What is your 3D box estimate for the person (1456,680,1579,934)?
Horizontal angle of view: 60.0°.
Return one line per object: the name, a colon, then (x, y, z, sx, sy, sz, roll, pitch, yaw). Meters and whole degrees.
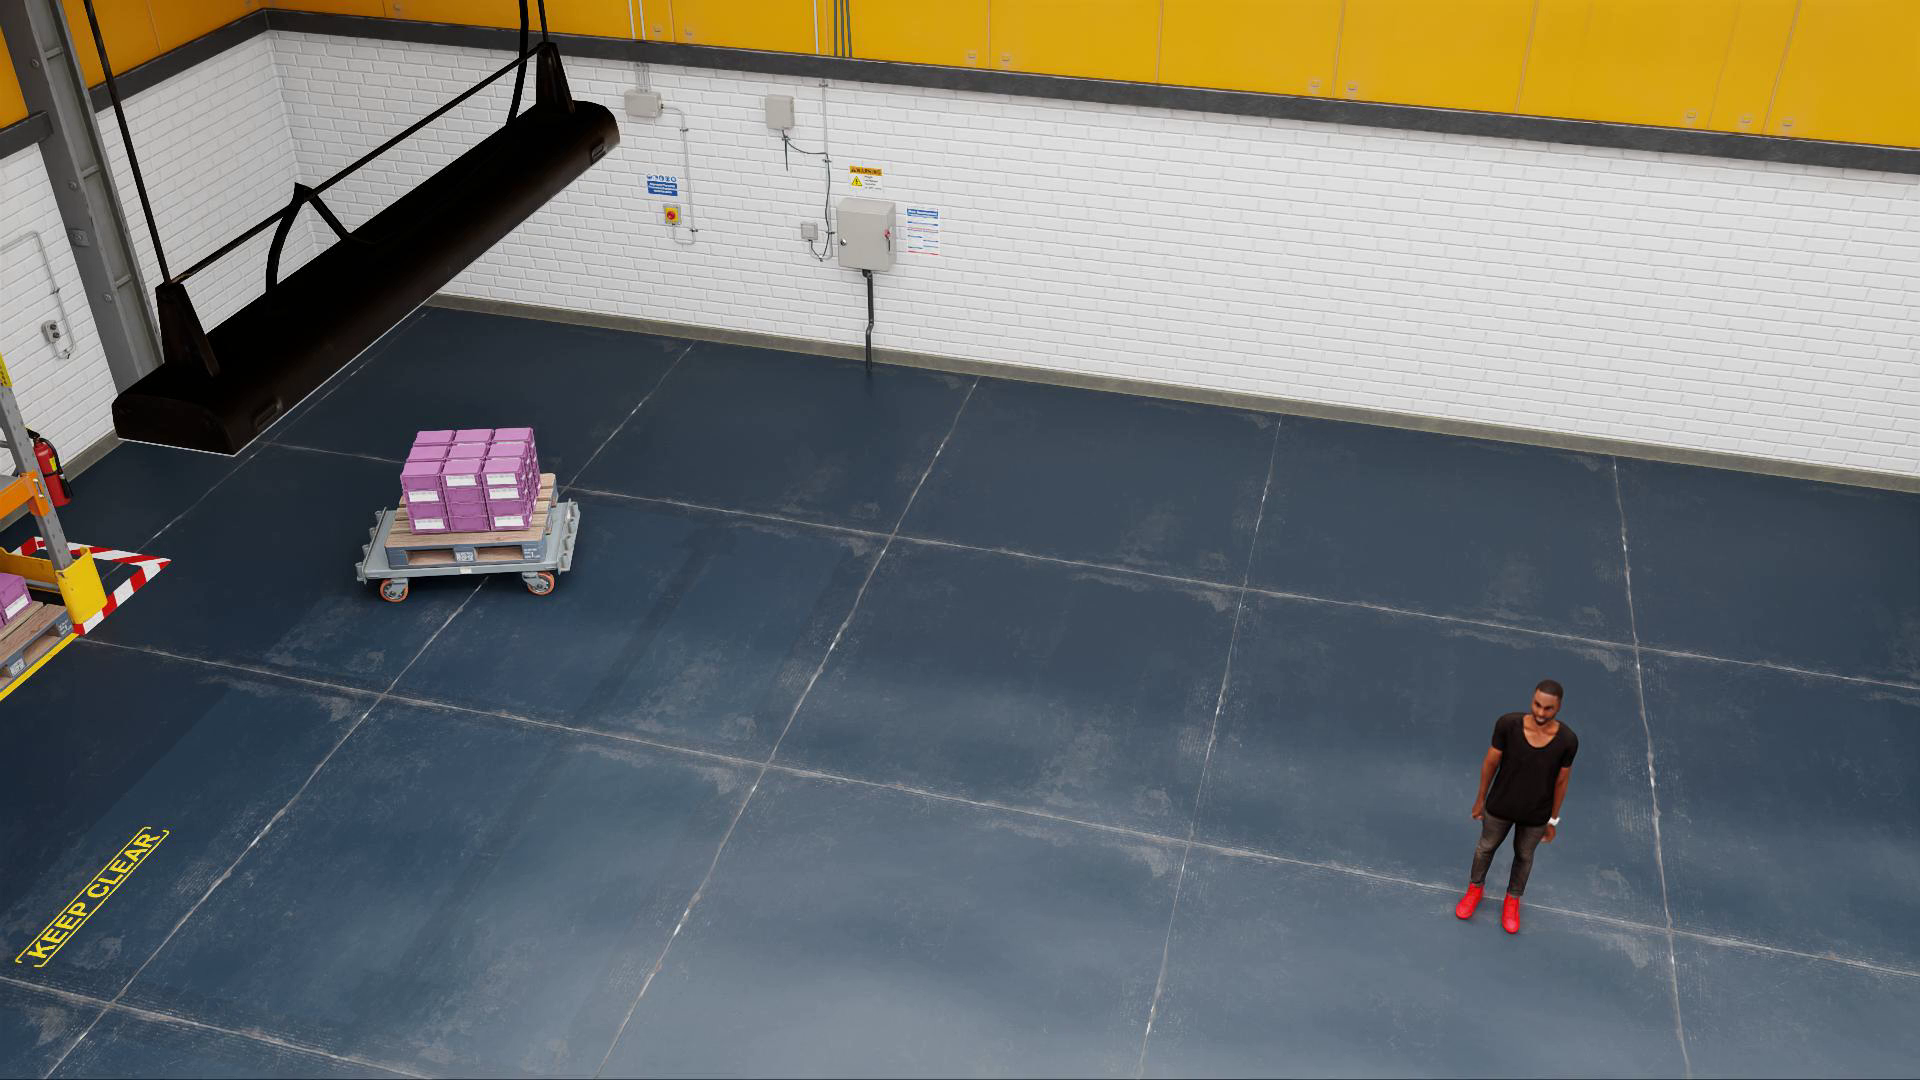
person: (3.354, 1.568, 9.966, 0.675, 1.805, 0.576, 14, 36, 20)
